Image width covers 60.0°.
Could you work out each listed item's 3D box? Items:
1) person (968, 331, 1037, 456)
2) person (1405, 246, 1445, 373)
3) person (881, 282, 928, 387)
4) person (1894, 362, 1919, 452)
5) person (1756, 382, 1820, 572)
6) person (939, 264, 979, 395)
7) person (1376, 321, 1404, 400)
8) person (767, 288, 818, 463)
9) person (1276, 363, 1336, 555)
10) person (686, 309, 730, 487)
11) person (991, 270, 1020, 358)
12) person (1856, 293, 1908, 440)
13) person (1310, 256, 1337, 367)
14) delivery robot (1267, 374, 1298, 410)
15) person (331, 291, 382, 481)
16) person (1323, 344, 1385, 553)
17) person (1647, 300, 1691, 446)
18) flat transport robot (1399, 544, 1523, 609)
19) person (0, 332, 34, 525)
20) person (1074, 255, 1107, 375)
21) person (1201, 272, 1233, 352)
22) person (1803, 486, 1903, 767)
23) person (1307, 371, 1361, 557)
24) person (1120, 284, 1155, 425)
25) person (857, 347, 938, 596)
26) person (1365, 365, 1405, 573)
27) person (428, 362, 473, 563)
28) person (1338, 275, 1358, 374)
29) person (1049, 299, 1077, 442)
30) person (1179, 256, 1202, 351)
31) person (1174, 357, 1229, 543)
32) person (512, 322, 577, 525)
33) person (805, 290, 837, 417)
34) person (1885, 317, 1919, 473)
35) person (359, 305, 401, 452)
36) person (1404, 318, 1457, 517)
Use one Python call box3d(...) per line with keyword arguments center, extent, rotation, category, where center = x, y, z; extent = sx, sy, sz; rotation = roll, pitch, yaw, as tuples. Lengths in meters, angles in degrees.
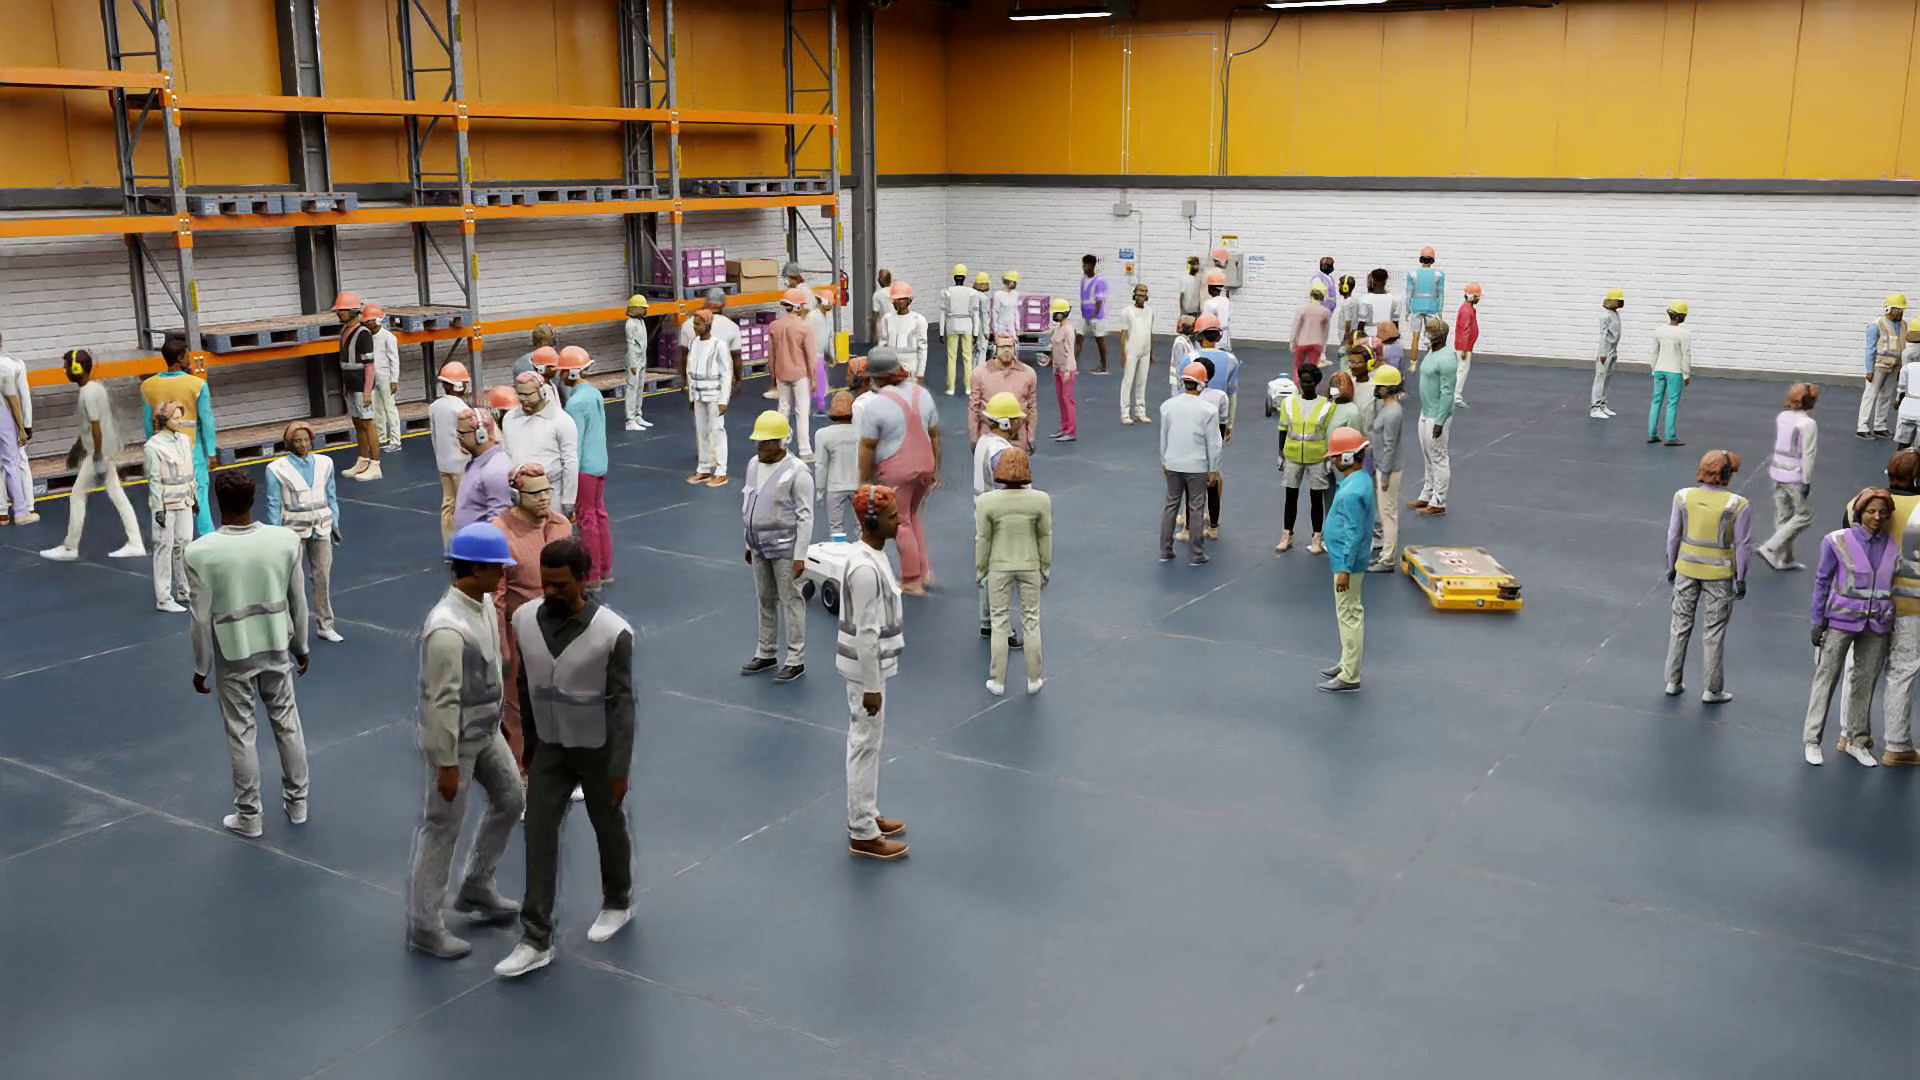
box3d(center=(0.397, -0.951, 15.214), extent=(0.643, 1.913, 0.411), rotation=(-2, 13, -8), category="person")
box3d(center=(7.519, -3.722, 26.947), extent=(0.605, 2.044, 0.375), rotation=(3, 13, 14), category="person")
box3d(center=(-0.675, -1.990, 19.433), extent=(0.607, 2.044, 0.379), rotation=(7, 15, 28), category="person")
box3d(center=(9.825, -1.250, 17.004), extent=(0.319, 1.687, 0.539), rotation=(-7, 15, -28), category="person")
box3d(center=(6.974, -0.515, 13.944), extent=(0.467, 1.628, 0.539), rotation=(-1, 13, -6), category="person")
box3d(center=(-0.017, -3.089, 24.488), extent=(0.588, 1.920, 0.399), rotation=(-2, 13, -6), category="person")
box3d(center=(4.863, -1.685, 19.012), extent=(0.497, 1.632, 0.289), rotation=(-12, 18, -42), category="person")
box3d(center=(-1.900, -1.880, 19.064), extent=(0.622, 1.990, 0.389), rotation=(6, 14, 25), category="person")
box3d(center=(3.050, -0.716, 14.667), extent=(0.537, 1.696, 0.318), rotation=(6, 14, 23), category="person")
box3d(center=(-2.685, -1.510, 17.702), extent=(0.575, 1.882, 0.359), rotation=(11, 17, 39), category="person")
box3d(center=(0.699, -3.302, 25.764), extent=(0.559, 1.746, 0.388), rotation=(-11, 17, -40), category="person")
box3d(center=(11.458, -2.144, 20.596), extent=(0.591, 1.823, 0.405), rotation=(-5, 14, -20), category="person")
box3d(center=(6.075, -3.818, 27.826), extent=(0.429, 1.835, 0.629), rotation=(9, 15, 33), category="person")
box3d(center=(4.389, -2.019, 22.615), extent=(0.477, 0.478, 0.707), rotation=(1, 13, 4), category="delivery robot")
box3d(center=(-6.537, -1.661, 18.003), extent=(0.387, 2.045, 0.605), rotation=(-11, 17, -40), category="person")
box3d(center=(3.494, -0.781, 14.570), extent=(0.331, 1.872, 0.513), rotation=(-11, 17, -39), category="person")
box3d(center=(8.653, -2.034, 20.233), extent=(0.327, 1.767, 0.533), rotation=(-7, 15, -27), category="person")
box3d(center=(4.032, 0.284, 13.453), extent=(0.652, 0.197, 1.431), rotation=(1, 13, 3), category="flat transport robot")
box3d(center=(-9.156, -1.088, 15.868), extent=(0.346, 1.882, 0.584), rotation=(9, 16, 35), category="person")
box3d(center=(1.983, -3.579, 26.577), extent=(0.980, 1.918, 0.619), rotation=(-9, 16, -33), category="person")
box3d(center=(3.440, -2.660, 22.568), extent=(0.355, 1.938, 0.545), rotation=(12, 18, 42), category="person")
box3d(center=(5.136, 0.498, 9.525), extent=(0.522, 1.638, 0.310), rotation=(1, 13, 4), category="person")
box3d(center=(3.301, -0.671, 14.601), extent=(0.273, 1.636, 0.507), rotation=(-6, 14, -23), category="person")
box3d(center=(2.328, -2.428, 21.774), extent=(0.506, 1.841, 0.342), rotation=(-6, 14, -26), category="person")
box3d(center=(-0.529, -0.566, 13.260), extent=(0.558, 2.000, 0.715), rotation=(12, 18, 43), category="person")
box3d(center=(3.576, -0.595, 14.009), extent=(0.333, 1.761, 0.527), rotation=(3, 13, 12), category="person")
box3d(center=(-4.284, -0.650, 14.258), extent=(0.561, 1.749, 0.334), rotation=(11, 17, 40), category="person")
box3d(center=(5.317, -2.706, 22.933), extent=(0.309, 1.863, 0.534), rotation=(5, 14, 22), category="person")
box3d(center=(1.255, -2.095, 20.516), extent=(0.343, 1.756, 0.518), rotation=(-4, 14, -18), category="person")
box3d(center=(3.825, -3.765, 27.530), extent=(0.526, 1.866, 0.342), rotation=(-10, 16, -36), category="person")
box3d(center=(2.179, -0.813, 15.080), extent=(0.534, 1.700, 0.318), rotation=(-6, 14, -23), category="person")
box3d(center=(-3.893, -1.082, 15.729), extent=(0.627, 1.938, 0.375), rotation=(4, 14, 17), category="person")
box3d(center=(-1.881, -2.513, 22.455), extent=(0.673, 1.693, 0.627), rotation=(4, 14, 18), category="person")
box3d(center=(10.478, -1.574, 18.288), extent=(0.489, 1.741, 0.322), rotation=(-5, 14, -19), category="person")
box3d(center=(-6.917, -1.921, 19.774), extent=(0.573, 1.746, 0.345), rotation=(8, 15, 31), category="person")
box3d(center=(4.622, -1.194, 16.213), extent=(0.370, 1.938, 0.627), rotation=(0, 13, 0), category="person")
